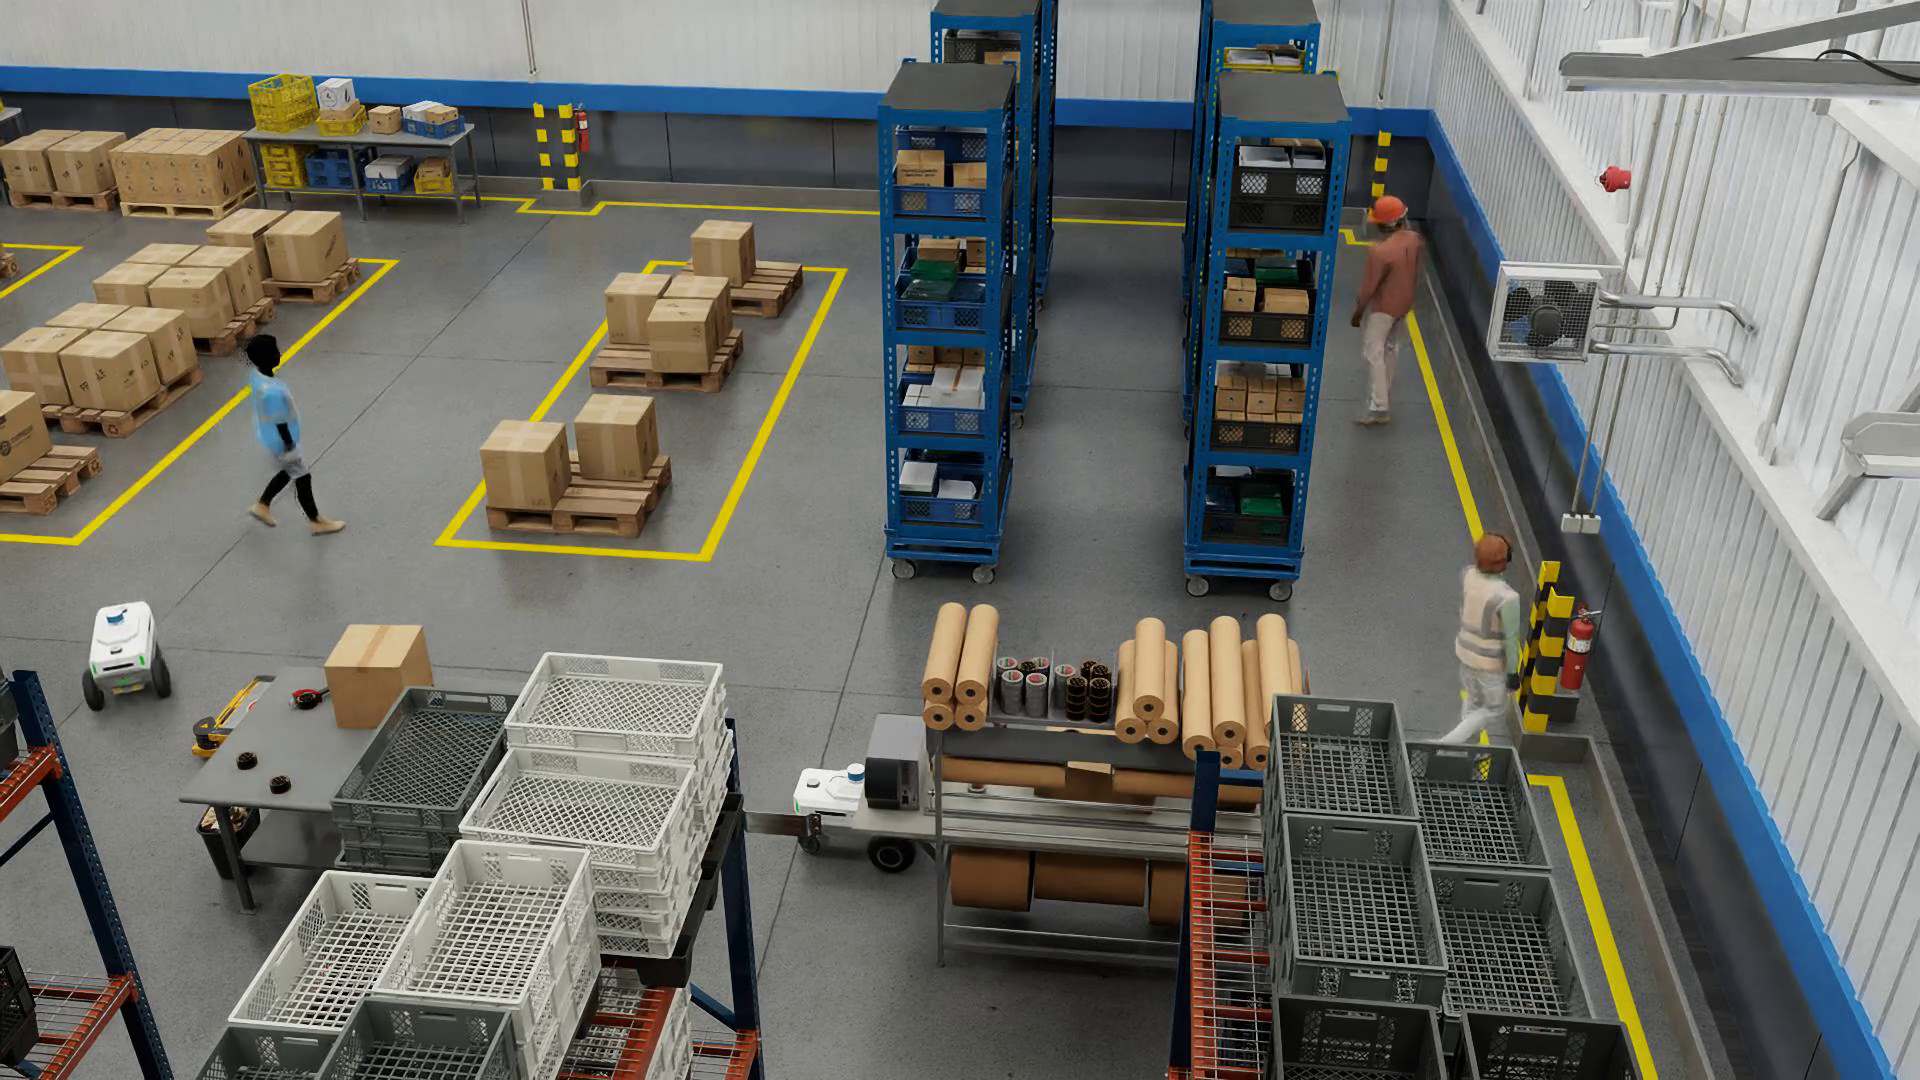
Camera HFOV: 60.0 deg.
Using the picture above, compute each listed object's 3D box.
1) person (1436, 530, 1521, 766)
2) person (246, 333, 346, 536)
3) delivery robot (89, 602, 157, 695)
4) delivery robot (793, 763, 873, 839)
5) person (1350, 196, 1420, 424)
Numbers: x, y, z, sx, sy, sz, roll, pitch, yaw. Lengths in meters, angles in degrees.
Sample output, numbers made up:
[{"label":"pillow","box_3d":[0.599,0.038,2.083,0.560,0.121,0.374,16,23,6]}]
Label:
[{"label":"person","box_3d":[3.156,0.713,10.090,0.459,1.611,0.574,-9,31,-15]},{"label":"person","box_3d":[-5.140,-0.768,12.568,0.608,1.686,0.546,-16,34,-25]},{"label":"delivery robot","box_3d":[-5.587,0.686,11.097,0.477,0.478,0.707,-10,32,-17]},{"label":"delivery robot","box_3d":[-0.599,1.520,9.666,0.707,0.478,0.477,4,31,7]},{"label":"person","box_3d":[3.683,-2.006,14.425,0.529,1.963,0.853,26,39,37]}]
